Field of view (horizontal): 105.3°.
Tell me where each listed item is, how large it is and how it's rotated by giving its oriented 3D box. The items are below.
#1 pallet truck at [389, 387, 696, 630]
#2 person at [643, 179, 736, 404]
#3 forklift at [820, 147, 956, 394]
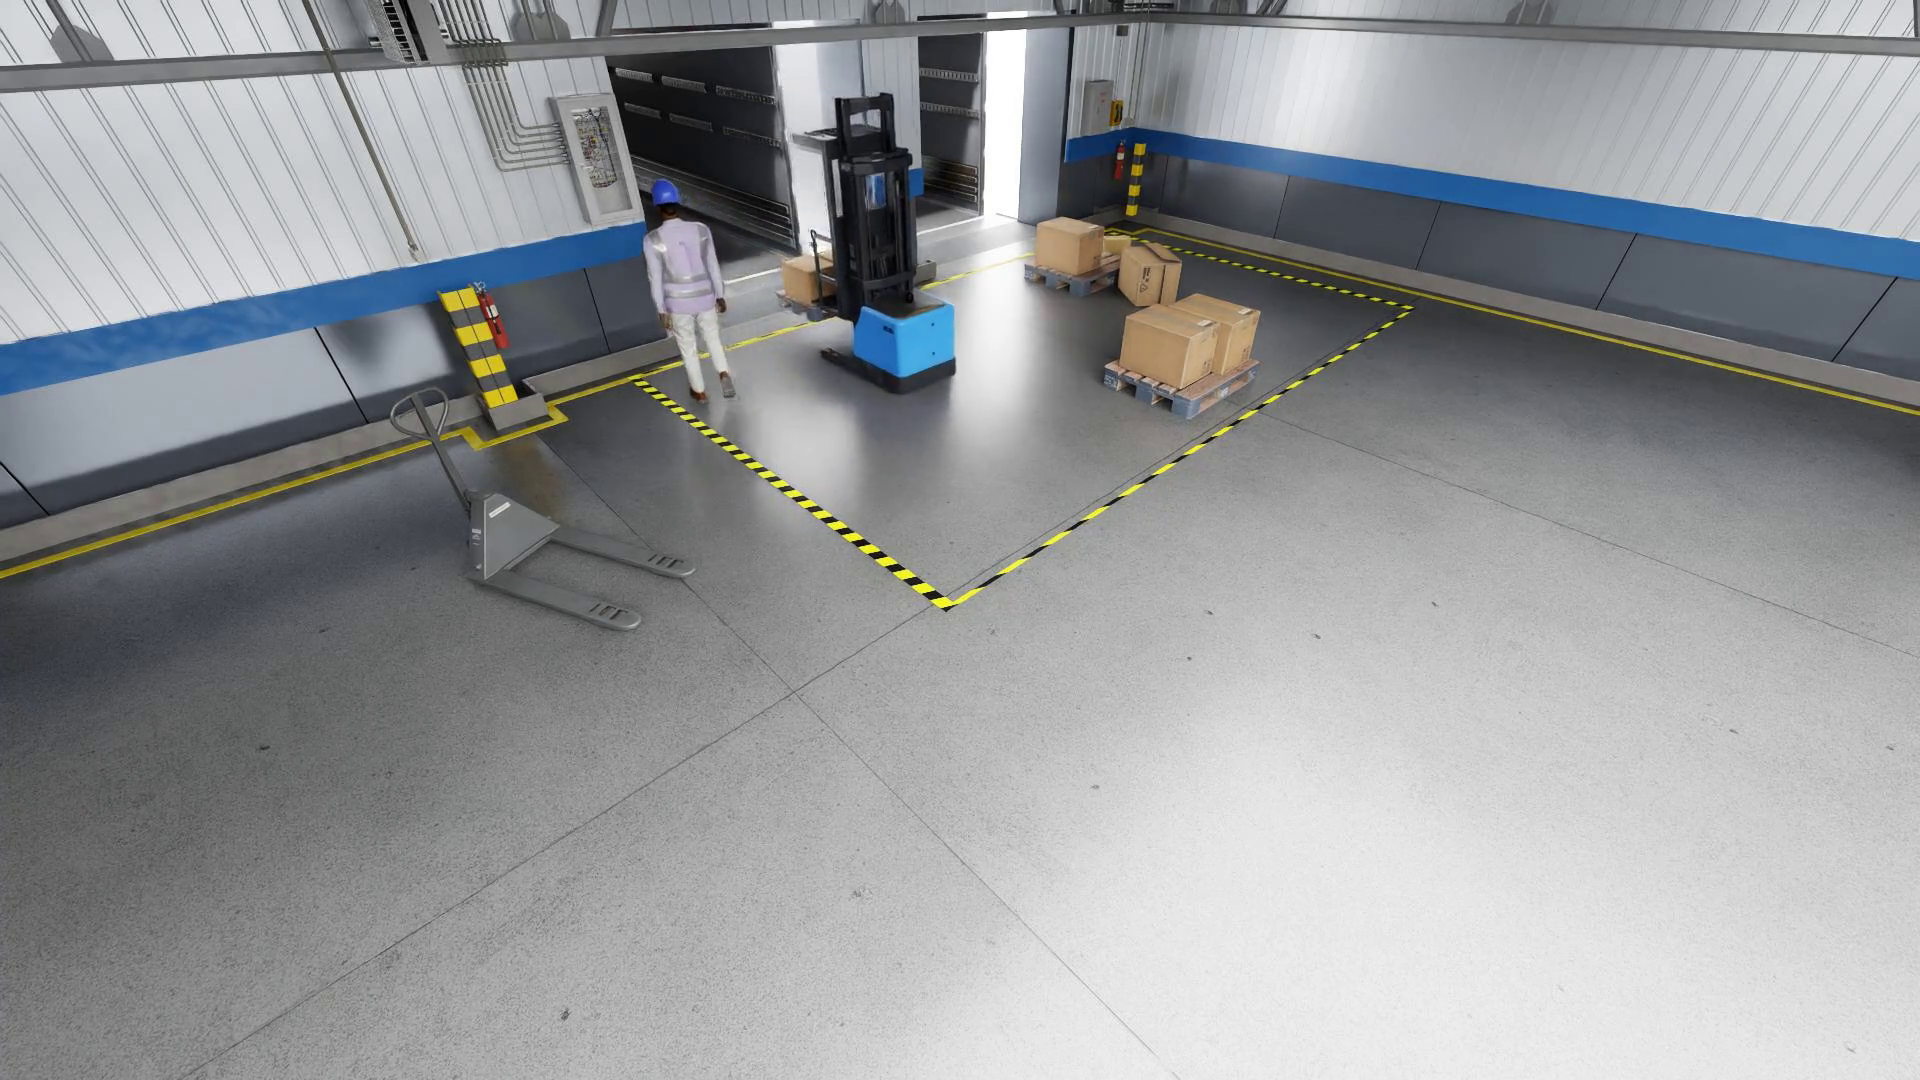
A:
[{"bbox_3d":[-2.613,-0.247,4.593,1.601,1.201,0.680,14,40,17],"label":"pallet truck"},{"bbox_3d":[-2.318,-2.061,6.375,0.640,1.921,0.663,-24,44,-28],"label":"person"},{"bbox_3d":[-0.588,-2.475,6.820,0.716,2.013,0.776,-30,47,-33],"label":"forklift"}]
